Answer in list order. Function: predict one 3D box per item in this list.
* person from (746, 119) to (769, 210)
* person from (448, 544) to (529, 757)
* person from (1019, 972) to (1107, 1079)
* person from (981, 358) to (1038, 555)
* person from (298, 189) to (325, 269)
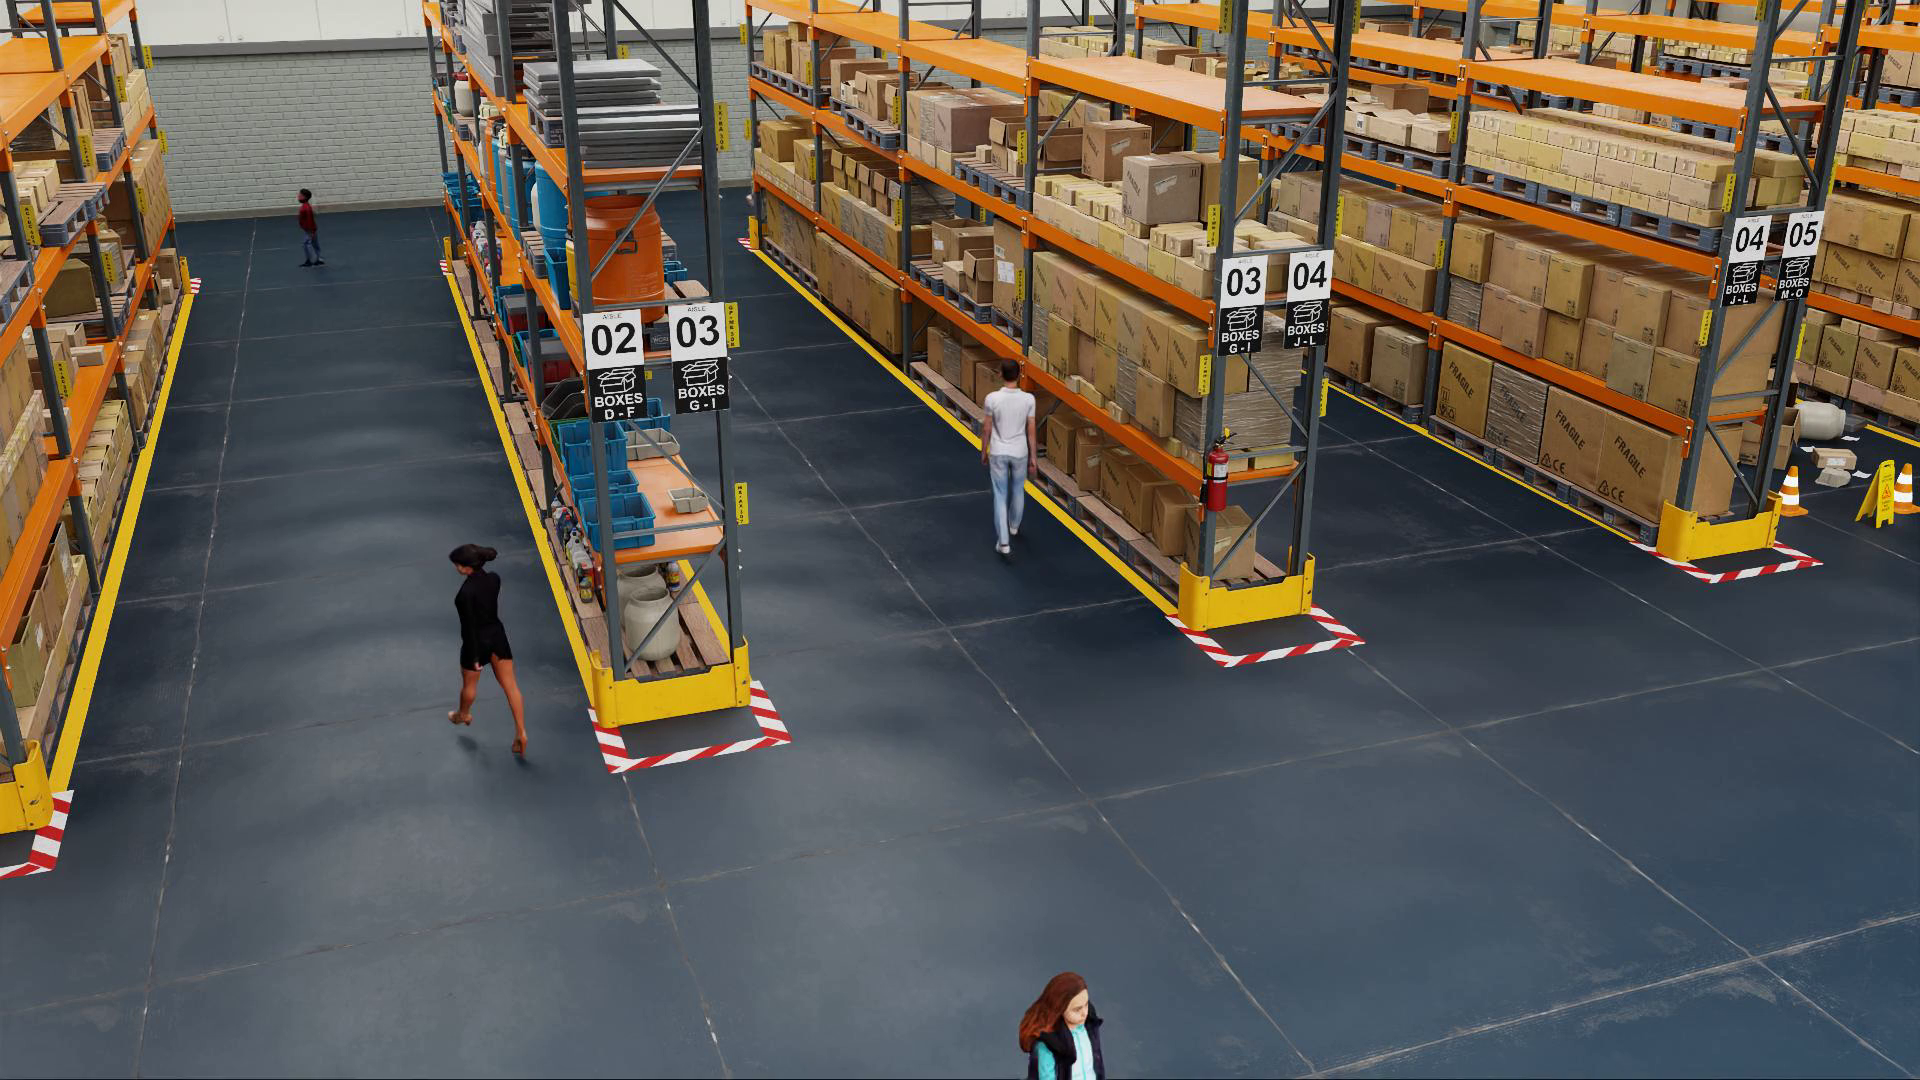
[{"bbox_3d":[-3.645,-6.878,30.634,0.771,1.687,0.870,-14,26,-30],"label":"person"},{"bbox_3d":[-3.325,0.826,11.937,1.114,1.583,0.935,15,27,32],"label":"person"},{"bbox_3d":[0.428,2.609,7.703,0.732,1.488,0.685,20,29,40],"label":"person"},{"bbox_3d":[0.450,-0.745,15.474,0.867,1.812,1.211,-2,22,-5],"label":"person"},{"bbox_3d":[-10.322,-4.975,26.567,0.579,1.245,0.536,-9,24,-20],"label":"person"}]
